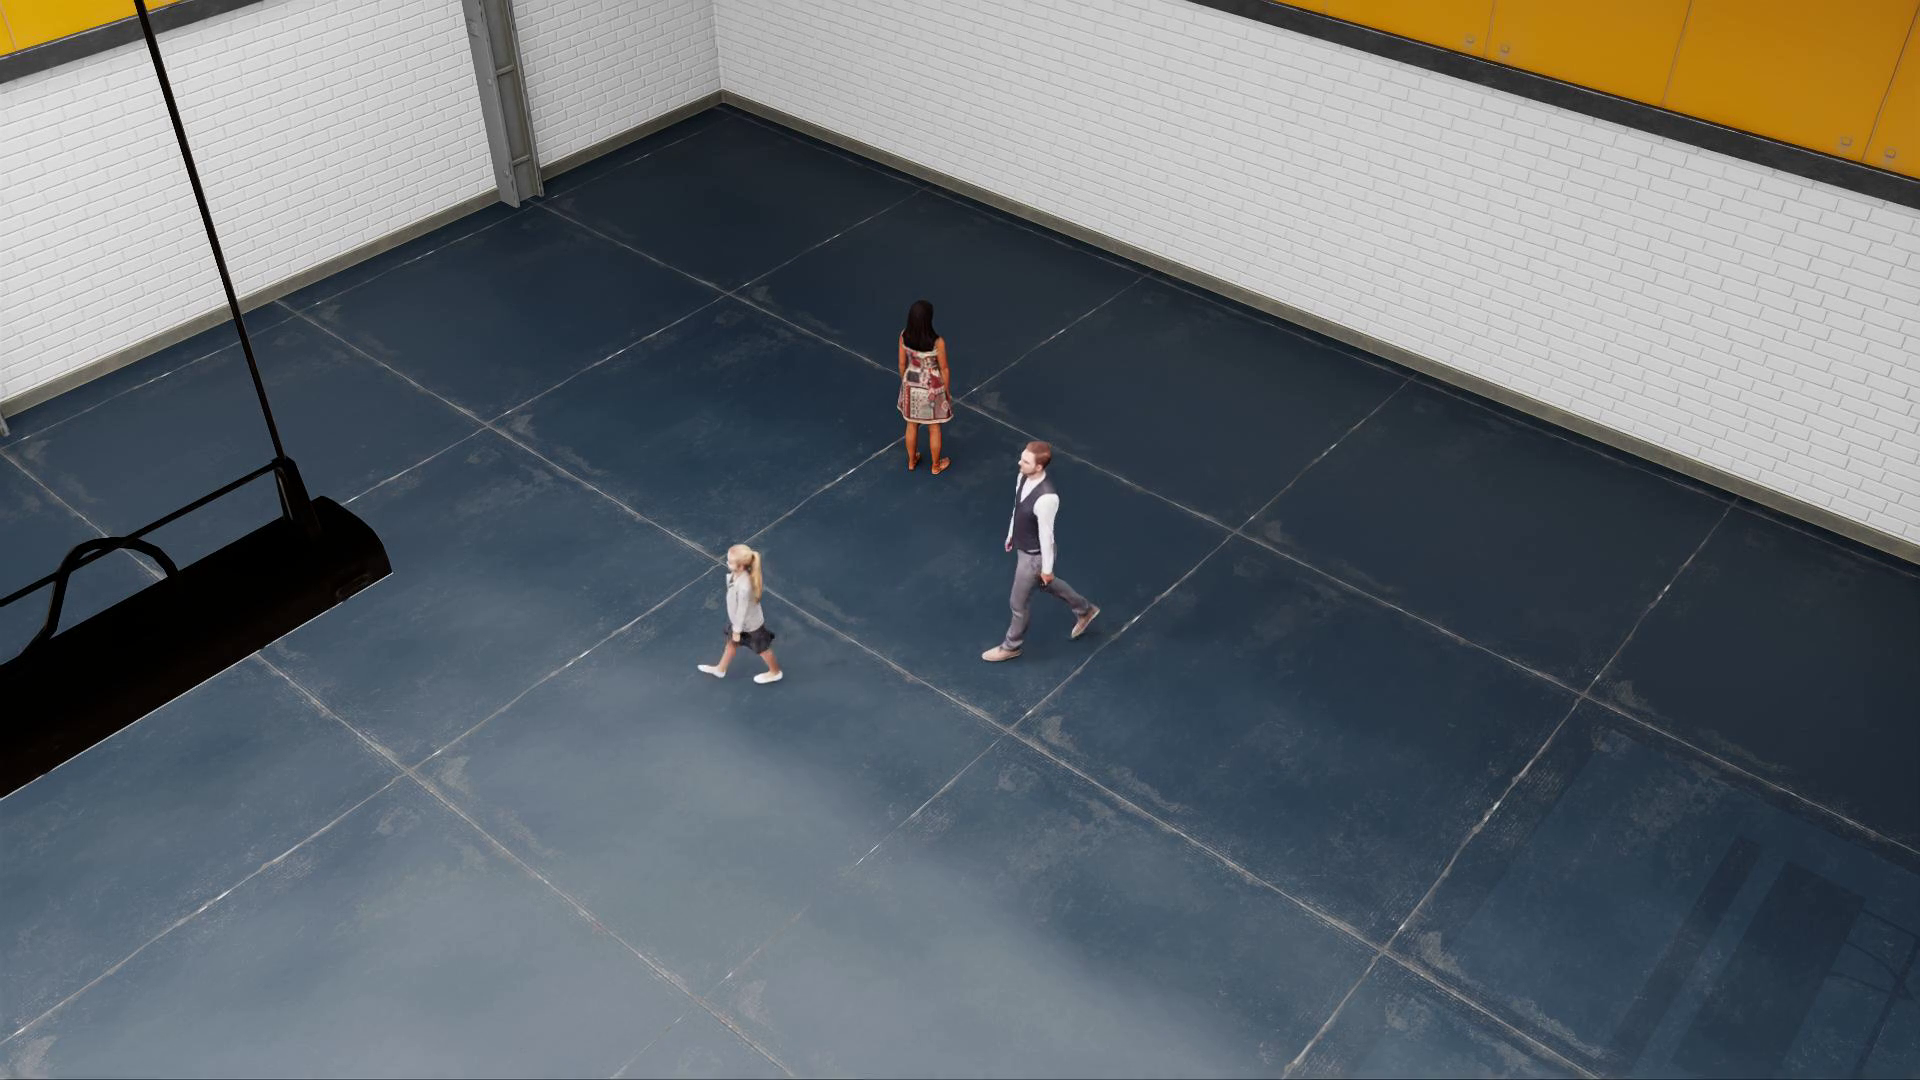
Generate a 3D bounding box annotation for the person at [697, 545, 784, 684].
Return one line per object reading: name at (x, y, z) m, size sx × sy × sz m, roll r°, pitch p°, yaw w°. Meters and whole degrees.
person at (-1.466, 0.553, 11.908) m, size 0.908 × 1.248 × 0.816 m, roll -7°, pitch 39°, yaw -8°

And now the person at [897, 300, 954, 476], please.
person at (-0.305, -1.277, 13.881) m, size 0.715 × 1.645 × 0.661 m, roll 12°, pitch 40°, yaw 15°

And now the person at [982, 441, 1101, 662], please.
person at (0.632, 0.054, 12.005) m, size 1.236 × 1.906 × 1.111 m, roll -7°, pitch 39°, yaw -8°
